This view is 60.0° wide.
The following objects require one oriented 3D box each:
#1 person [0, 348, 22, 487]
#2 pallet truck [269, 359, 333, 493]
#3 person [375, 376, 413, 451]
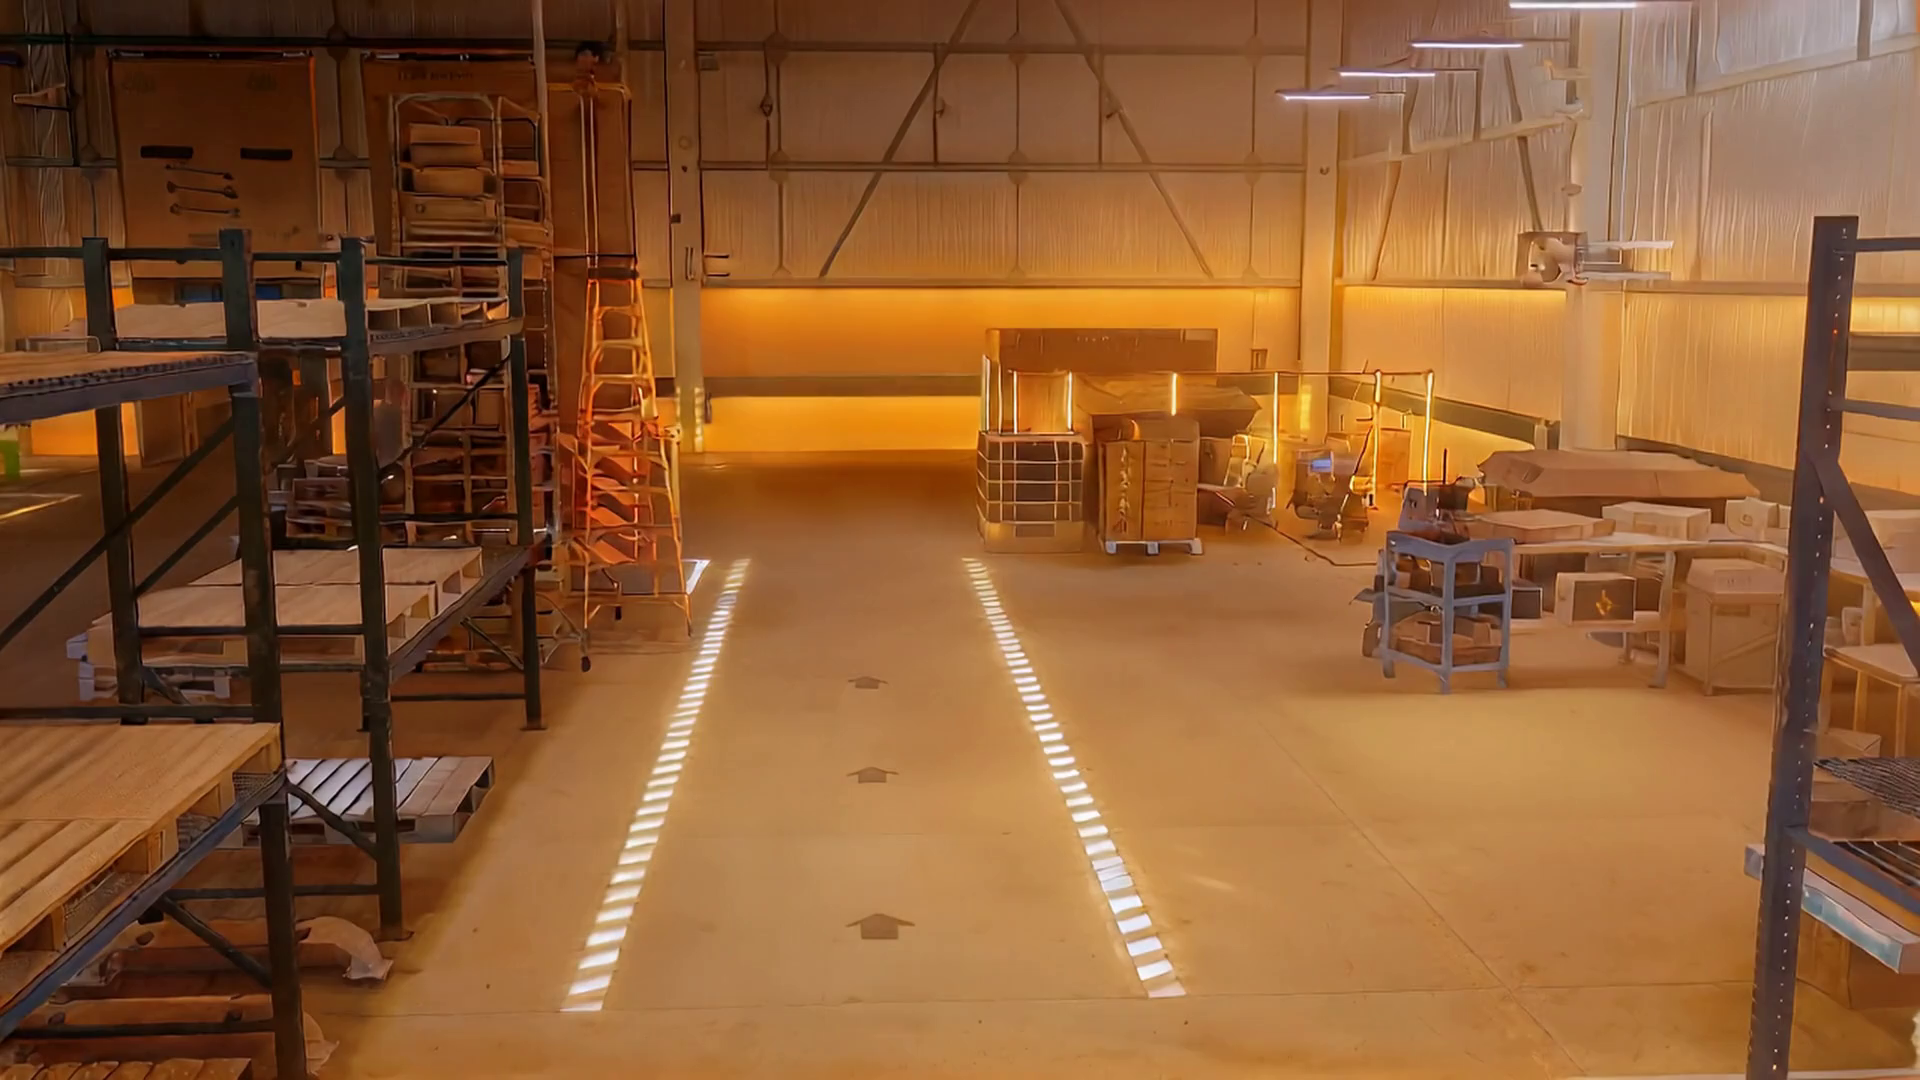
[{"bbox_3d":[-13.097,-1.688,22.711,0.544,1.930,0.389,8,12,42],"label":"person"},{"bbox_3d":[-7.062,-1.131,18.996,1.885,1.965,0.823,2,9,13],"label":"pallet truck"},{"bbox_3d":[-5.327,-0.595,15.858,0.446,1.924,0.658,-8,12,-42],"label":"person"}]
